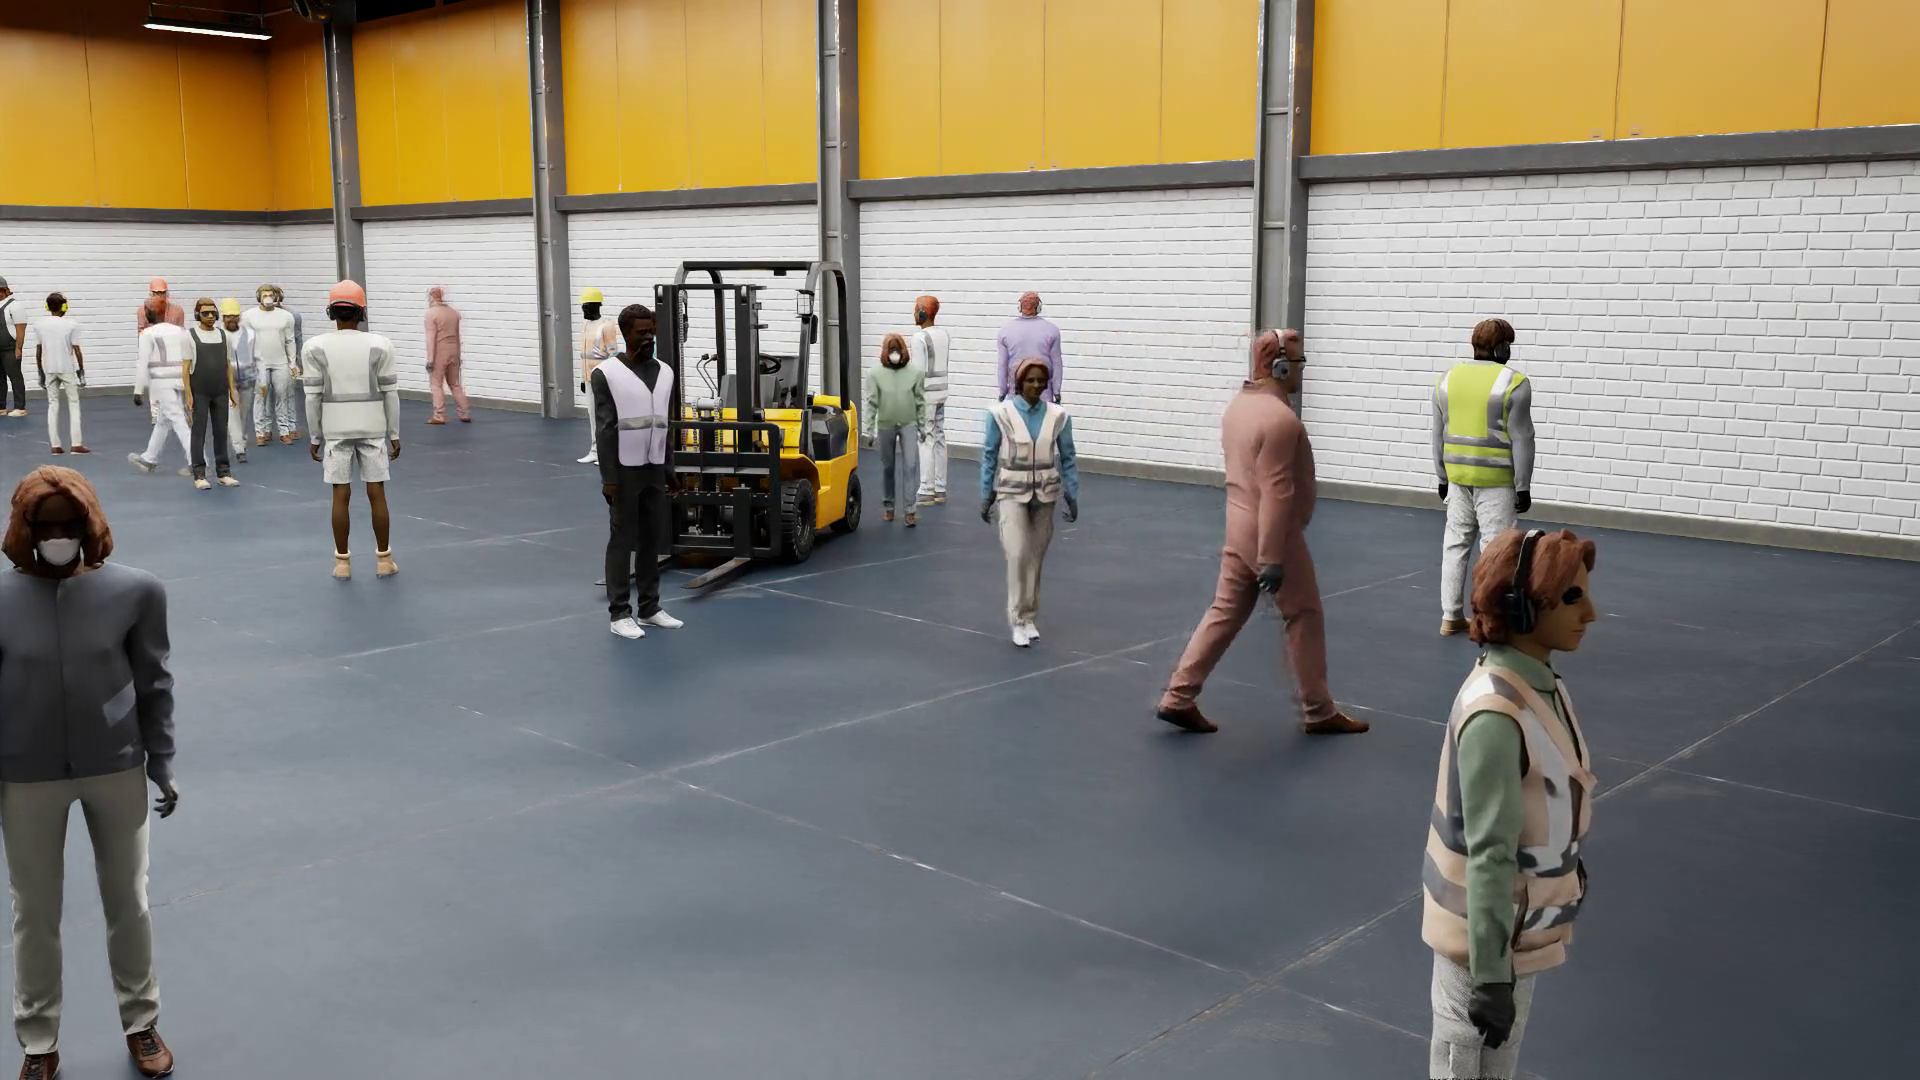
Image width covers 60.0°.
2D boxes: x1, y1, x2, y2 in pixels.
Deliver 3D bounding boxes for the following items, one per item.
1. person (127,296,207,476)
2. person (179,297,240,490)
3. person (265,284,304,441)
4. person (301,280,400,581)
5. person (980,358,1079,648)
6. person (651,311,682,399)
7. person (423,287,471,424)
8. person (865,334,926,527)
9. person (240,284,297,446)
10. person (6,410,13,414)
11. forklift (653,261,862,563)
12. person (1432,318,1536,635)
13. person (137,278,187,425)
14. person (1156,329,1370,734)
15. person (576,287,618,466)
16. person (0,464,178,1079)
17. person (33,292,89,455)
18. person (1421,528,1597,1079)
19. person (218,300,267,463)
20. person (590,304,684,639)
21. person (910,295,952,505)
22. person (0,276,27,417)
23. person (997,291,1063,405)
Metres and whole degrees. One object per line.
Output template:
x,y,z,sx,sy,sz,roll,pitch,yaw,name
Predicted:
-8.195,-1.567,17.044,1.029,1.827,0.596,3,10,15,person
-7.246,-1.415,16.086,0.351,1.846,0.507,8,12,40,person
-8.439,-2.189,20.546,0.635,1.936,0.354,-4,10,-23,person
-4.131,-0.739,11.338,0.607,2.044,0.378,-3,10,-18,person
0.417,-0.207,9.346,0.547,1.612,0.650,-2,10,-15,person
-3.246,-1.604,17.766,0.523,1.681,0.479,3,10,17,person
-7.038,-2.510,22.802,0.619,1.866,0.703,4,10,22,person
-0.530,-0.902,13.741,0.514,1.581,0.790,-1,9,-6,person
-8.294,-2.099,19.998,0.628,1.940,0.373,-6,11,-31,person
-14.122,-2.748,24.202,0.534,1.864,0.310,5,11,28,person
-1.552,-1.040,12.721,1.214,2.155,2.313,2,9,11,forklift
2.998,-0.338,9.494,0.429,1.842,0.636,-7,12,-37,person
-10.897,-2.577,22.755,0.614,1.994,0.381,-7,11,-35,person
1.359,-0.020,7.498,0.969,1.866,0.654,-2,9,-12,person
-3.939,-1.769,18.003,0.373,1.925,0.595,-9,13,-44,person
-2.280,0.616,4.283,0.497,1.633,0.289,-5,11,-30,person
-10.285,-1.897,19.014,0.517,1.859,0.332,-2,9,-9,person
1.052,0.784,3.230,0.315,1.640,0.515,4,10,25,person
-8.018,-1.766,18.433,0.607,1.788,0.915,-6,11,-33,person
-1.877,-0.406,9.674,0.392,1.920,0.592,6,11,33,person
-0.293,-1.254,14.983,0.355,1.885,0.575,5,10,27,person
-13.754,-2.778,23.845,0.684,2.000,0.538,2,10,15,person
0.682,-1.463,16.189,0.639,1.910,0.407,1,9,6,person
